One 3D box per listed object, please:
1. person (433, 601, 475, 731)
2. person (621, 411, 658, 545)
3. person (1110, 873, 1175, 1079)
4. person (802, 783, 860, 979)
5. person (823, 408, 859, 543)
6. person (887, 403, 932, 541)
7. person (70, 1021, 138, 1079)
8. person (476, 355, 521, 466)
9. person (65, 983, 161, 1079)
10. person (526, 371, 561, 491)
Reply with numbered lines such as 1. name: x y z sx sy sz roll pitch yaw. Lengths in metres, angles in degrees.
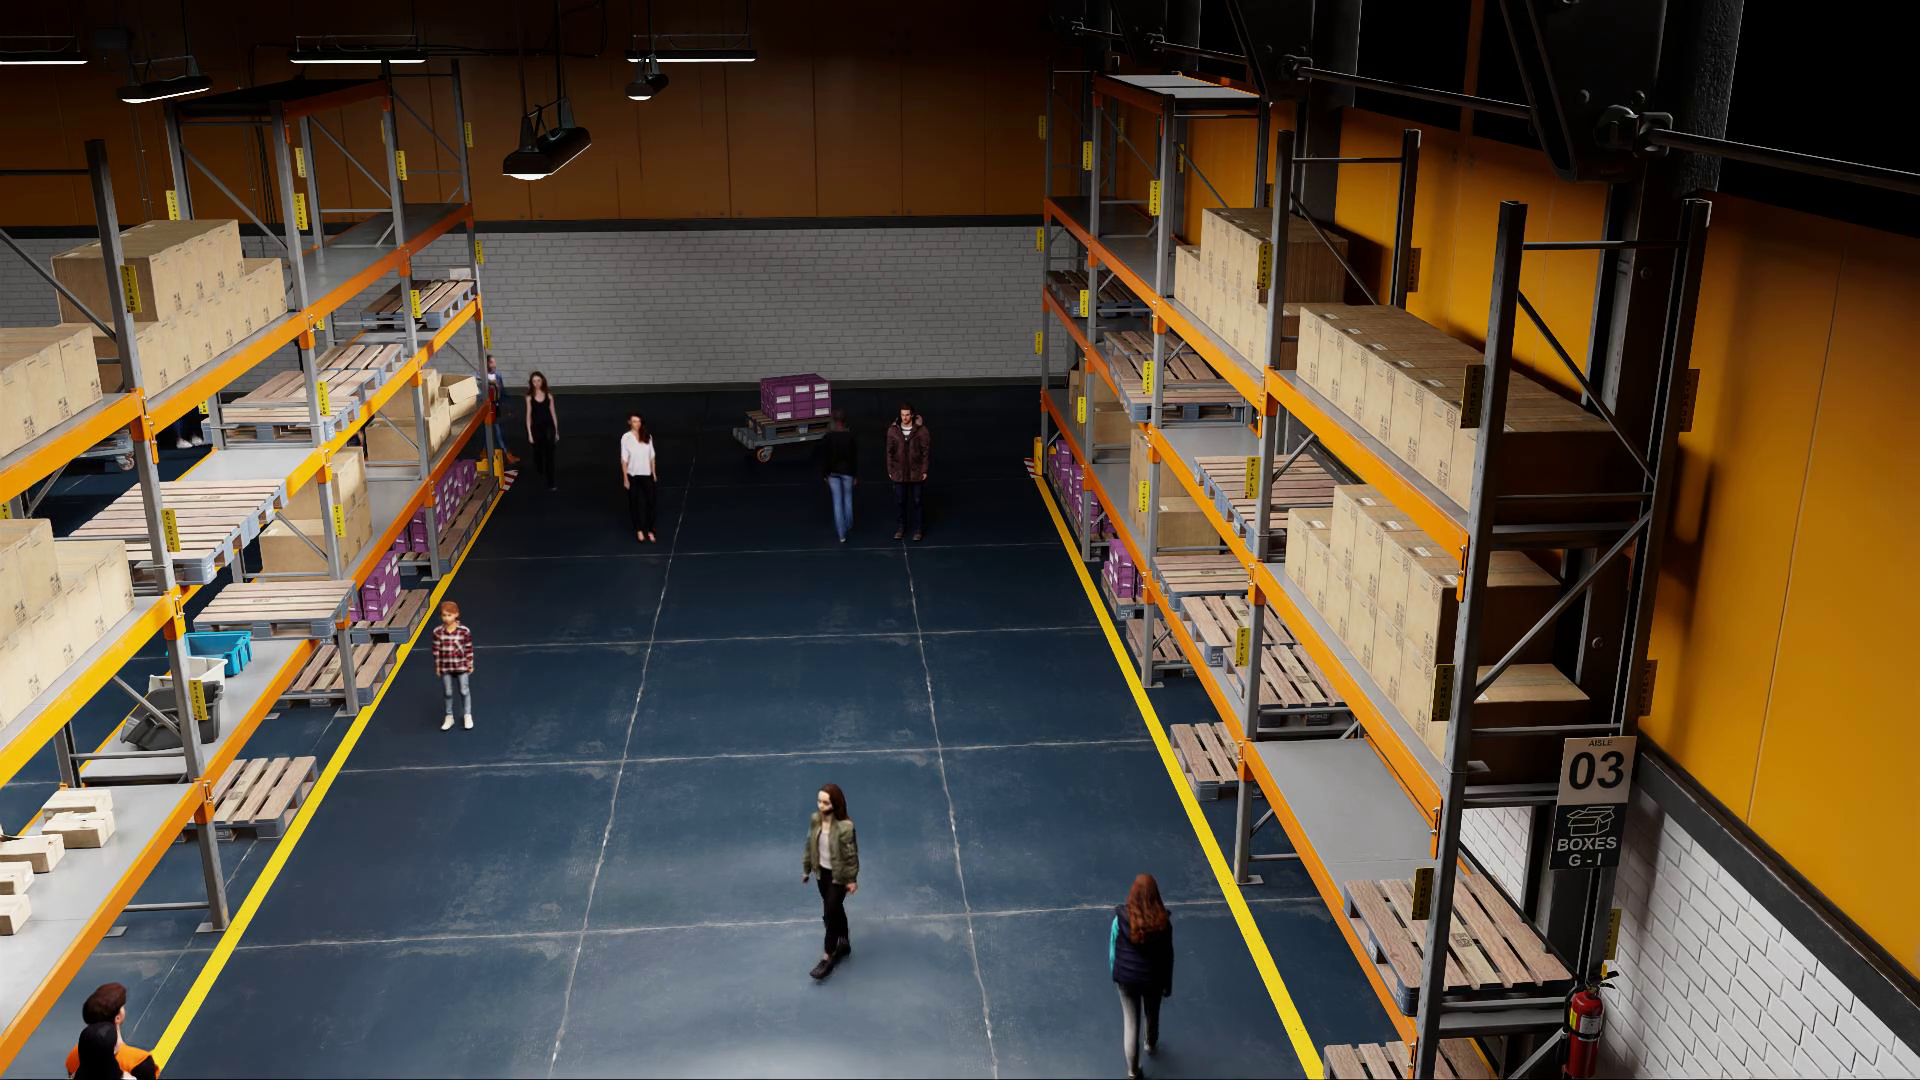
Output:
1. person: -4.956 1.212 16.291 0.525 1.305 0.516 -2 19 -6
2. person: -4.198 -0.818 21.579 0.766 1.779 0.819 -10 21 -26
3. person: 1.179 2.925 10.936 0.742 1.478 0.949 4 19 12
4. person: -0.894 2.459 12.340 0.817 1.464 0.876 15 24 38
5. person: -1.563 -0.822 21.679 0.671 1.722 0.995 0 19 0
6. person: -0.658 -0.906 21.738 0.815 1.845 0.761 3 19 10
7. person: -4.555 3.398 9.067 0.706 1.774 0.707 3 19 8
8. person: -7.140 -1.954 25.122 1.140 1.671 1.164 12 22 31
9. person: -4.582 3.307 9.159 0.731 1.888 0.698 2 19 7
10. person: -6.031 -1.599 23.978 0.754 1.728 0.982 -7 20 -21
